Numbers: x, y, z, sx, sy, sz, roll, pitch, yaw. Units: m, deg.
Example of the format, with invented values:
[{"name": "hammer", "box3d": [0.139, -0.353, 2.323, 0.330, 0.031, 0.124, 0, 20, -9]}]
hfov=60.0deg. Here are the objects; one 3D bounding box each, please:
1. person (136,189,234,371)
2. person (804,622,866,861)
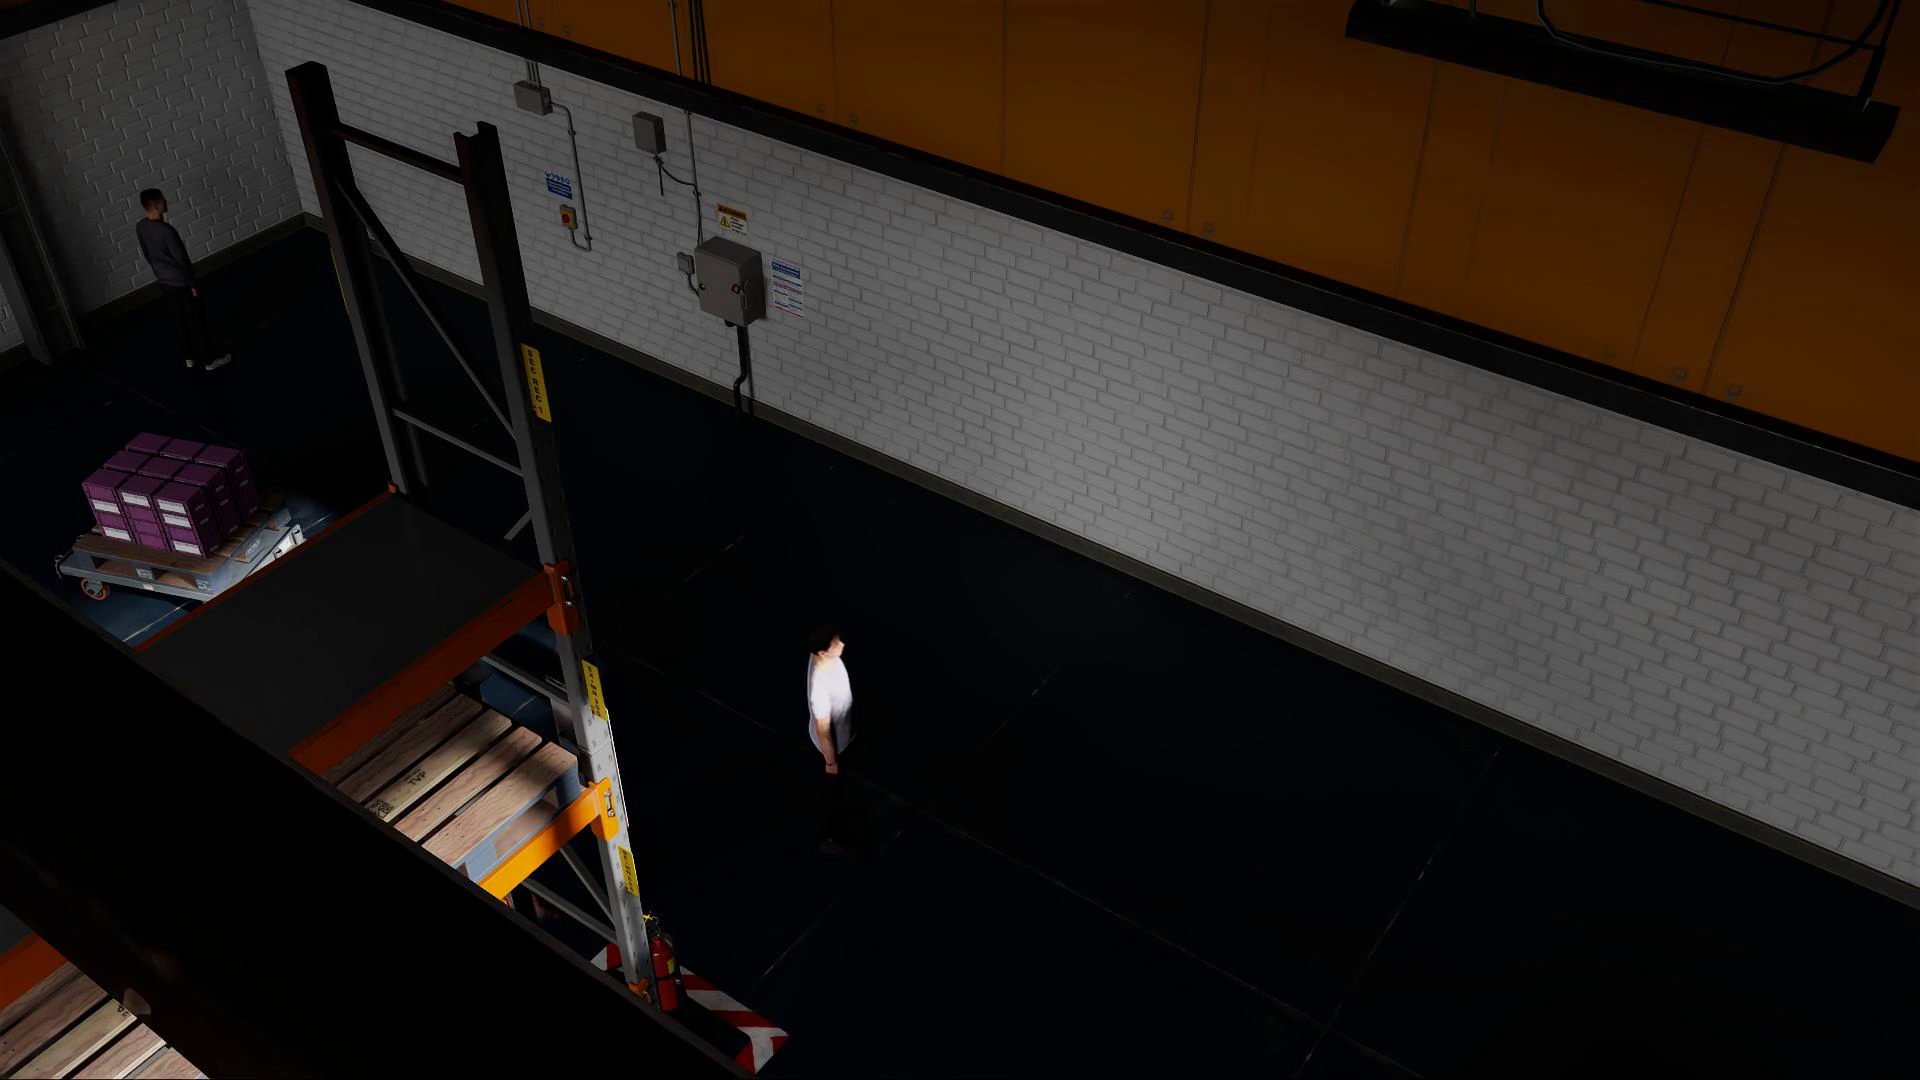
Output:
[{"name": "person", "box3d": [-7.111, -2.355, 15.088, 0.663, 1.764, 0.618, 14, 41, 17]}, {"name": "person", "box3d": [-0.826, 1.238, 10.509, 0.803, 1.863, 0.700, 0, 39, 0]}]
